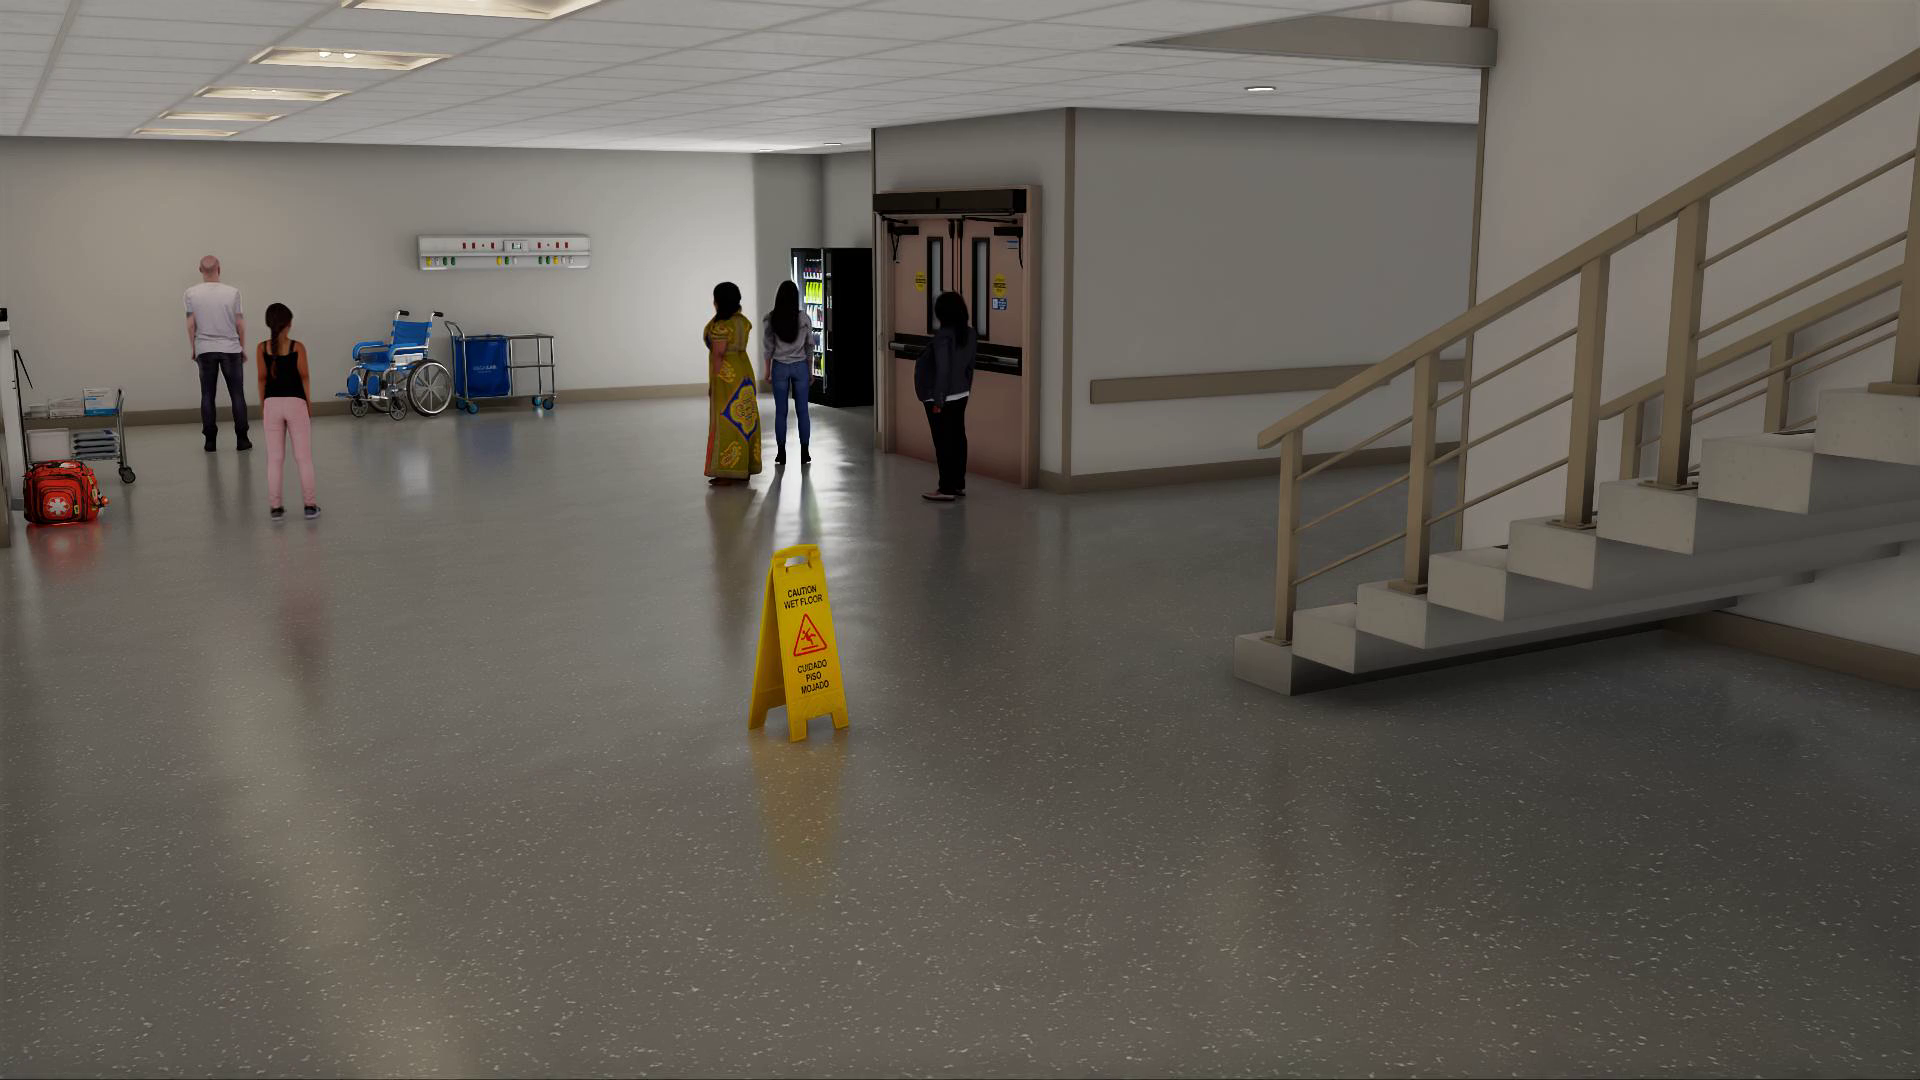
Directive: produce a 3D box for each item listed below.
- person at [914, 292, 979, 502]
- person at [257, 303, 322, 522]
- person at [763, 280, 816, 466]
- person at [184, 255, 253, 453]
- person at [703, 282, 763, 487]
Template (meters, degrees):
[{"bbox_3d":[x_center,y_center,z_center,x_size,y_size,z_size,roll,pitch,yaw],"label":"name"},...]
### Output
[{"bbox_3d":[-0.092,-1.116,12.880,0.831,1.604,0.796,6,12,28],"label":"person"},{"bbox_3d":[-4.870,-0.931,12.013,0.555,1.562,0.565,-3,11,-14],"label":"person"},{"bbox_3d":[-1.509,-1.497,14.809,0.666,1.633,0.629,-2,11,-10],"label":"person"},{"bbox_3d":[-6.991,-1.762,15.669,0.698,1.833,0.646,-4,11,-19],"label":"person"},{"bbox_3d":[-1.887,-1.294,13.662,1.031,1.661,1.001,4,12,22],"label":"person"}]
